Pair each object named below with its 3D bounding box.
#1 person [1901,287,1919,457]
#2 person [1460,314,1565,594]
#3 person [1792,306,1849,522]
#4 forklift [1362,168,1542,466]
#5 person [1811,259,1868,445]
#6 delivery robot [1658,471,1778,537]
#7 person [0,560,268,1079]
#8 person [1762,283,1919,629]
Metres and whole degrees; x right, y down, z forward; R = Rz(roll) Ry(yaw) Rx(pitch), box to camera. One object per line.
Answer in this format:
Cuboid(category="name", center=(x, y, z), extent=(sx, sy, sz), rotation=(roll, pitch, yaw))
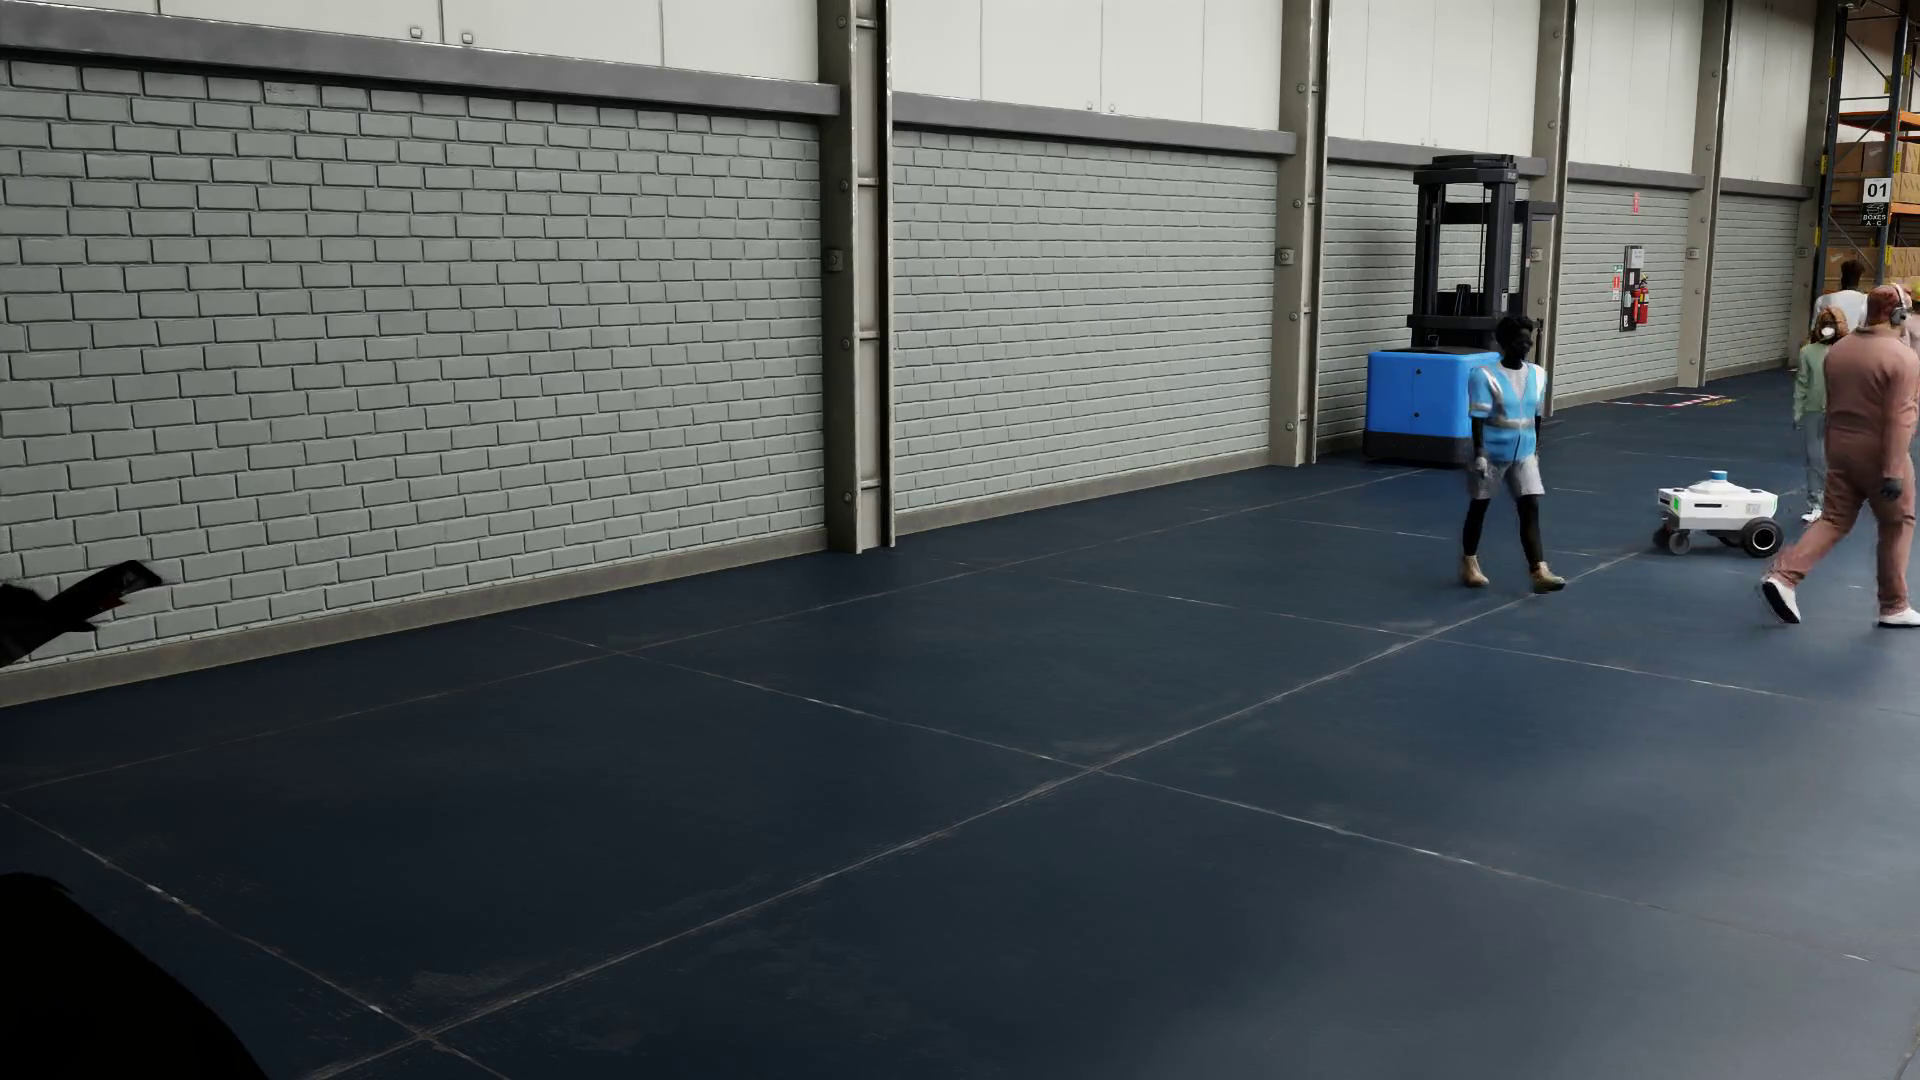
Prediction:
Cuboid(category="person", center=(9.364, -1.625, 16.161), extent=(0.517, 1.707, 0.928), rotation=(3, 10, 16))
Cuboid(category="person", center=(3.281, -0.495, 9.864), extent=(0.555, 1.655, 0.859), rotation=(-3, 10, -14))
Cuboid(category="person", center=(6.561, -0.951, 12.553), extent=(0.405, 1.619, 0.531), rotation=(-8, 13, -40))
Cuboid(category="forklift", center=(4.875, -2.212, 16.287), extent=(1.129, 2.768, 1.873), rotation=(8, 13, 40))
Cuboid(category="person", center=(8.897, -1.852, 16.770), extent=(0.600, 1.947, 0.518), rotation=(5, 11, 27))
Cuboid(category="delivery robot", center=(5.155, -0.229, 11.339), extent=(0.707, 0.478, 0.477), rotation=(0, 10, 3))
Cuboid(category="person", center=(-0.573, 0.887, 1.038), extent=(0.612, 1.995, 0.382), rotation=(8, 13, 40))
Cuboid(category="person", center=(4.864, -0.450, 9.004), extent=(0.882, 1.876, 0.651), rotation=(-2, 10, -11))
